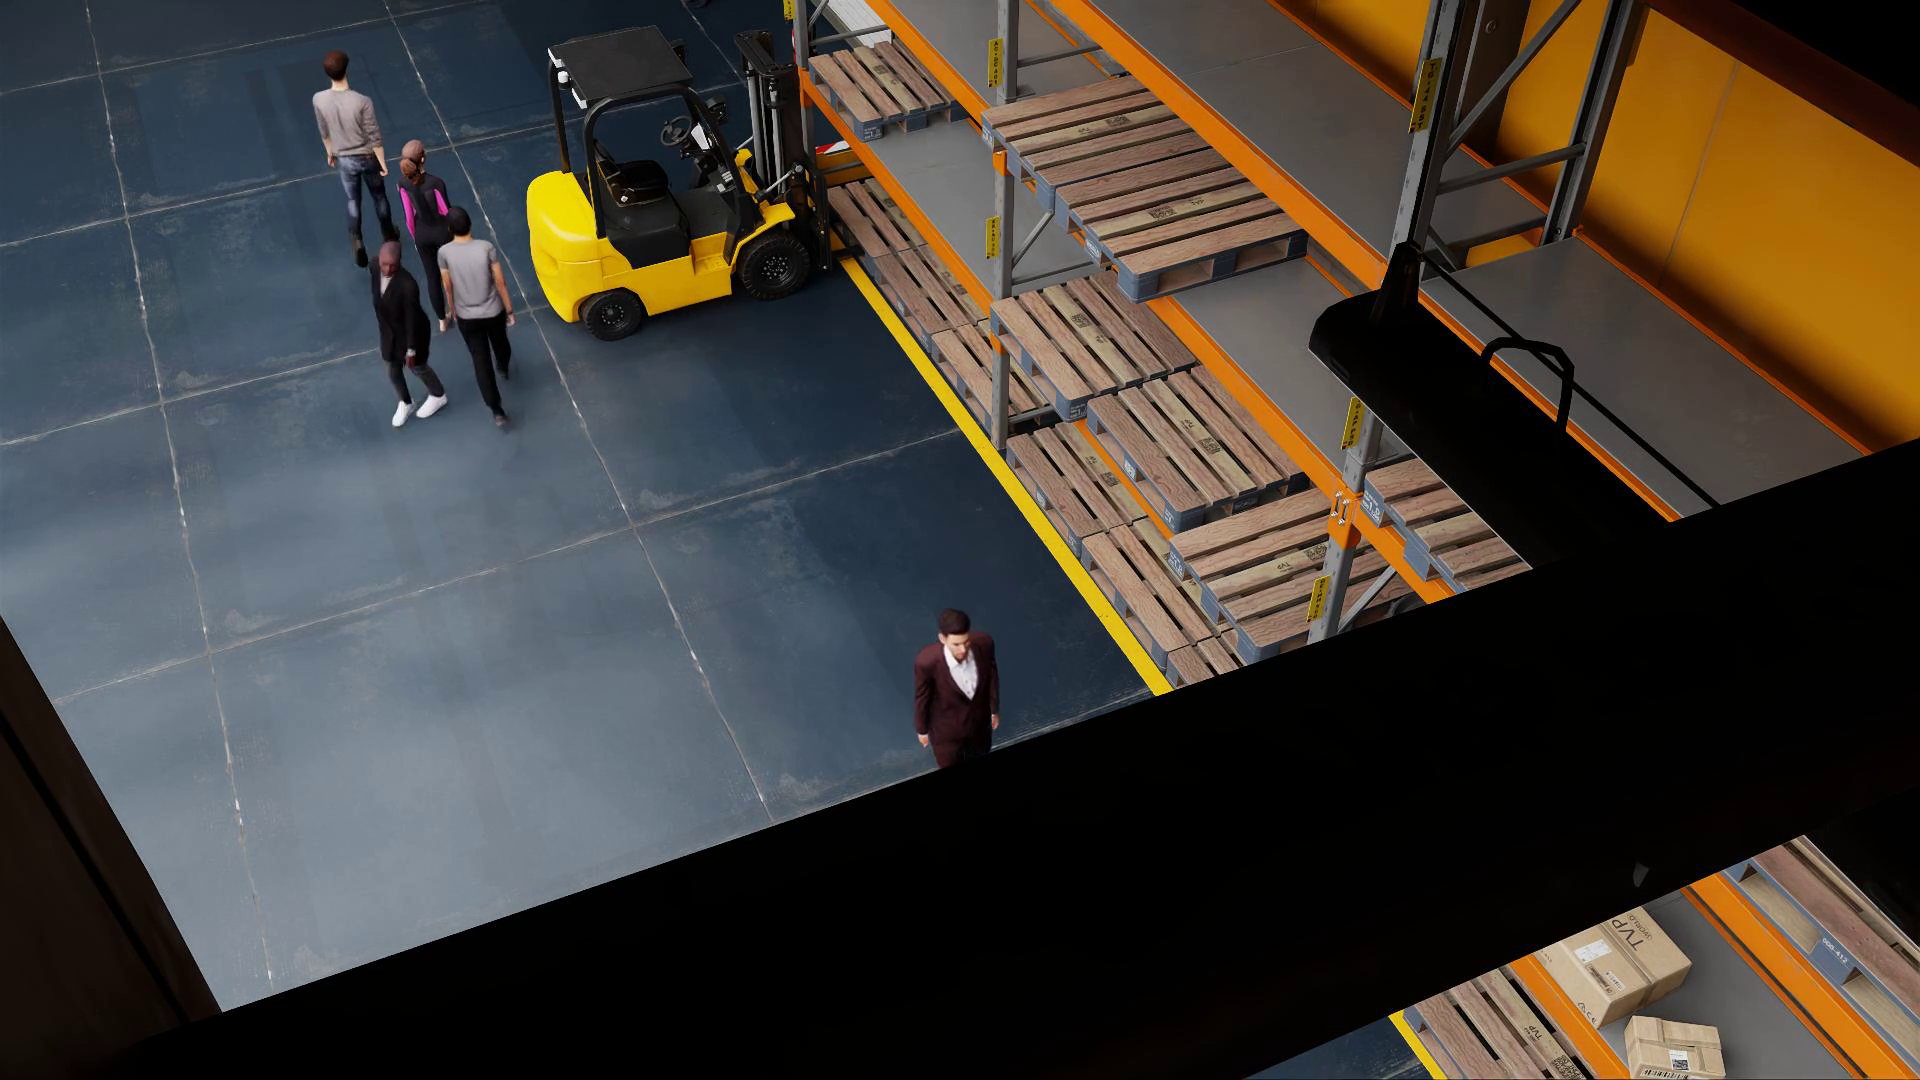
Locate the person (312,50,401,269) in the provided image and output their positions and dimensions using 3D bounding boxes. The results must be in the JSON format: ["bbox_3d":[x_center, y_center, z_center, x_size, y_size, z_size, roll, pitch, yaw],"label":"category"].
[{"bbox_3d":[-5.167,-3.206,14.182,0.923,1.889,1.122,-2,44,-2],"label":"person"}]

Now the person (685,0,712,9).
[{"bbox_3d":[-2.883,-6.582,17.898,0.604,1.652,0.716,26,49,25],"label":"person"}]

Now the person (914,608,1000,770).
[{"bbox_3d":[-0.033,1.013,9.782,0.669,1.850,0.977,-18,47,-18],"label":"person"}]

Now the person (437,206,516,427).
[{"bbox_3d":[-3.660,-1.686,12.717,0.621,1.710,1.146,-15,46,-15],"label":"person"}]

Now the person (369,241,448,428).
[{"bbox_3d":[-4.190,-1.613,12.639,0.871,1.712,0.948,31,52,28],"label":"person"}]

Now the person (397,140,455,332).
[{"bbox_3d":[-4.256,-2.458,13.497,0.644,1.752,0.678,0,44,0],"label":"person"}]
